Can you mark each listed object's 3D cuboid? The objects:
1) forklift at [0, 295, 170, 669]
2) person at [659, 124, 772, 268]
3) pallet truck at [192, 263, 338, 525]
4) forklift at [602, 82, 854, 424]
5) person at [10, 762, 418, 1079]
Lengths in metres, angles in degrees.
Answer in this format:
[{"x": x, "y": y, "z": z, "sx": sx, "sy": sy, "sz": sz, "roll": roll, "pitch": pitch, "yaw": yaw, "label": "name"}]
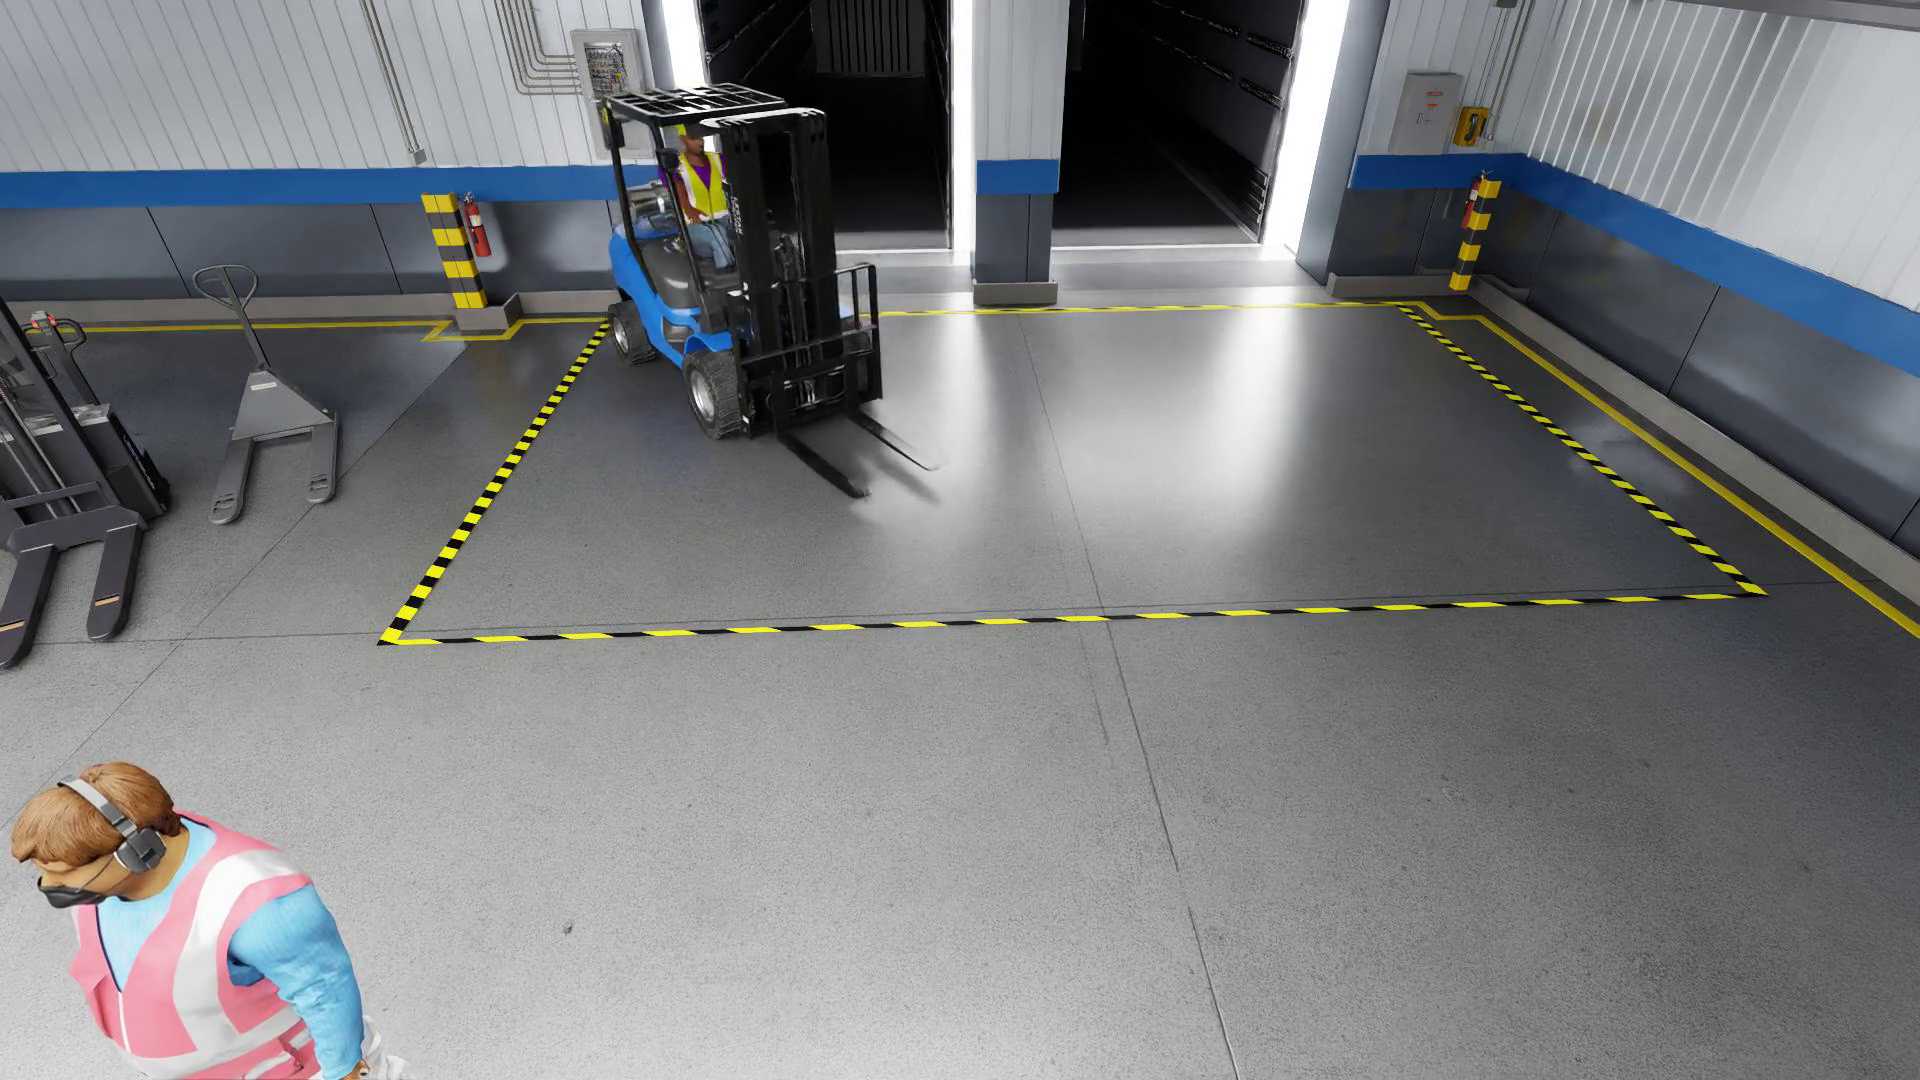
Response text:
[{"x": -5.212, "y": -0.618, "z": 4.878, "sx": 0.823, "sy": 1.965, "sz": 1.885, "roll": -20, "pitch": 39, "yaw": -26, "label": "forklift"}, {"x": -1.793, "y": -2.427, "z": 6.839, "sx": 0.635, "sy": 1.294, "sz": 1.004, "roll": -23, "pitch": 41, "yaw": -29, "label": "person"}, {"x": -4.778, "y": -1.027, "z": 6.128, "sx": 0.680, "sy": 1.201, "sz": 1.601, "roll": -17, "pitch": 38, "yaw": -23, "label": "pallet truck"}, {"x": -1.823, "y": -2.303, "z": 6.988, "sx": 1.157, "sy": 2.036, "sz": 2.680, "roll": -23, "pitch": 41, "yaw": -29, "label": "forklift"}, {"x": -1.775, "y": 1.242, "z": 2.340, "sx": 0.618, "sy": 1.845, "sz": 0.430, "roll": 11, "pitch": 36, "yaw": 16, "label": "person"}]
